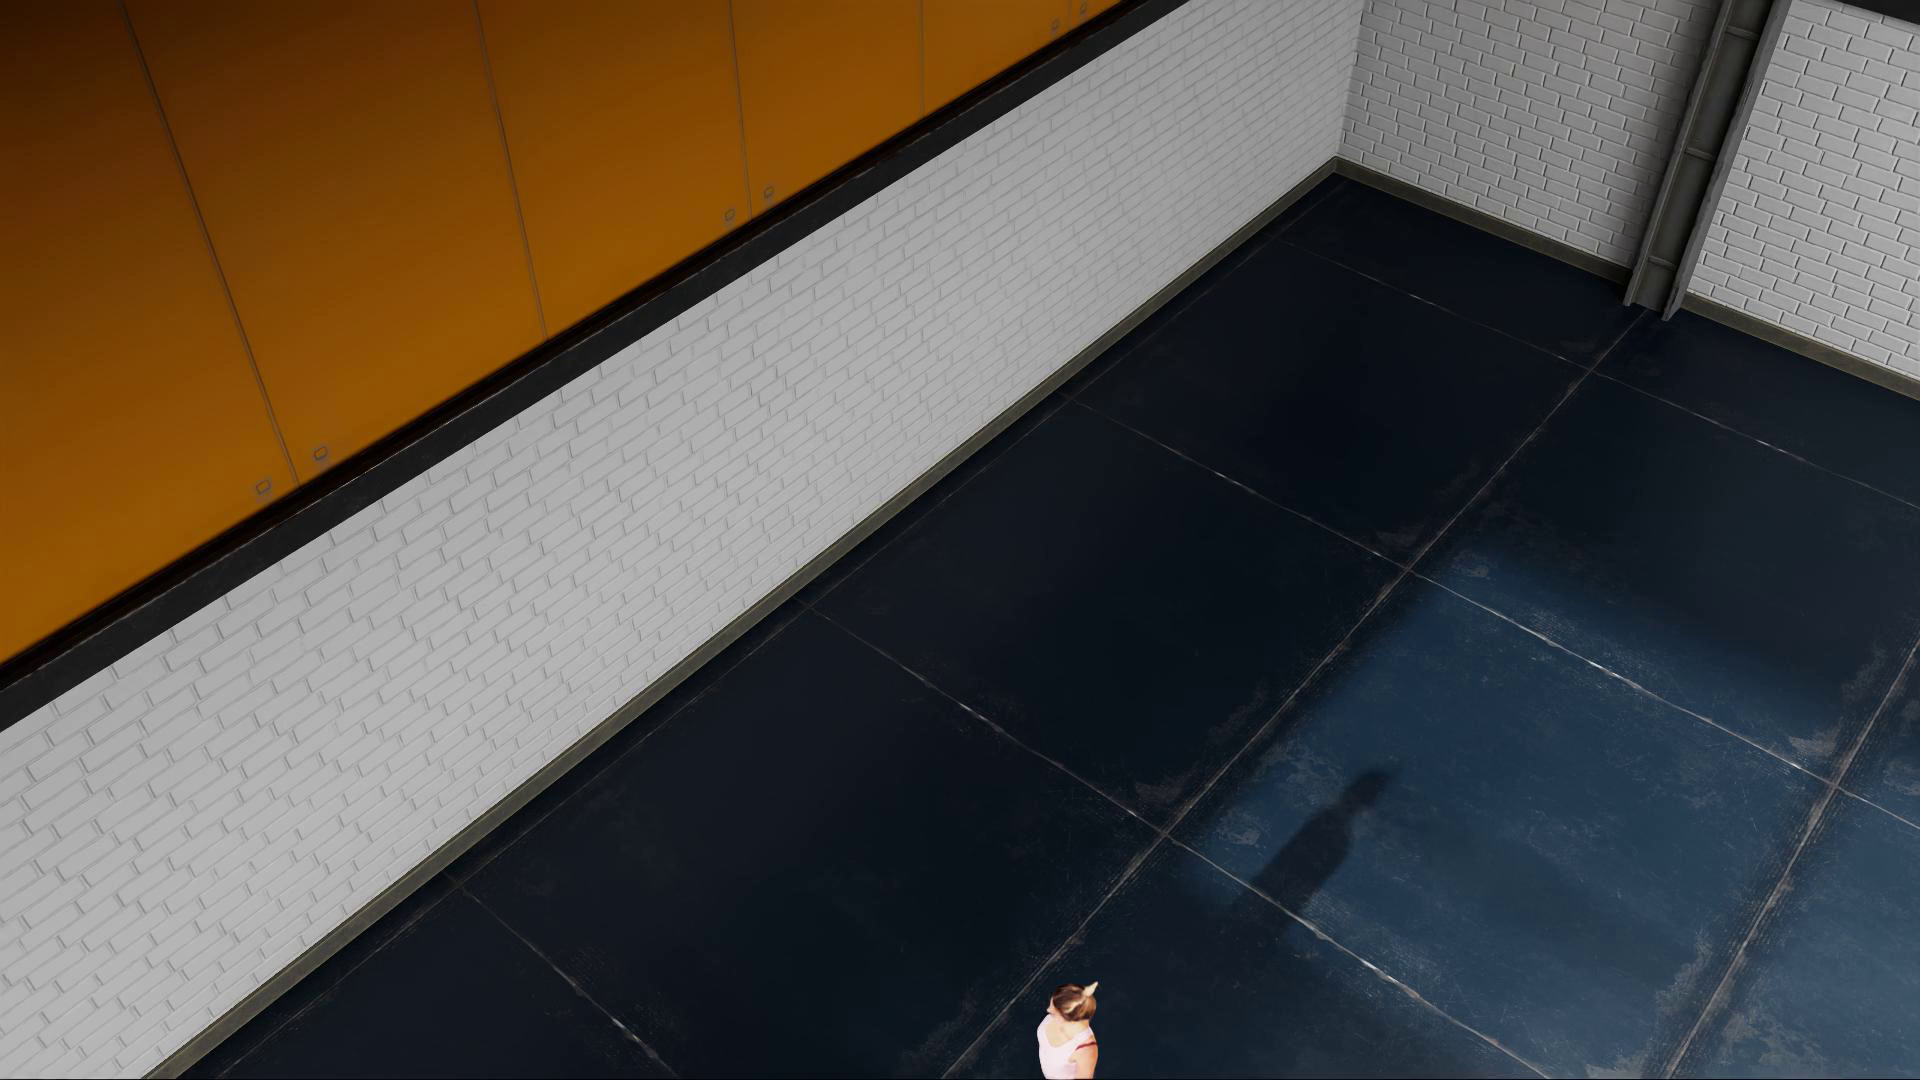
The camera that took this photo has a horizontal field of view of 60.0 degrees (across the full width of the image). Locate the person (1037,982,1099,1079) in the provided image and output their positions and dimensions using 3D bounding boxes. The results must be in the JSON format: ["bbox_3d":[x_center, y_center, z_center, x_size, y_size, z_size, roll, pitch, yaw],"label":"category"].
[{"bbox_3d":[0.533,2.599,8.080,0.710,1.666,0.625,-10,45,-10],"label":"person"}]
